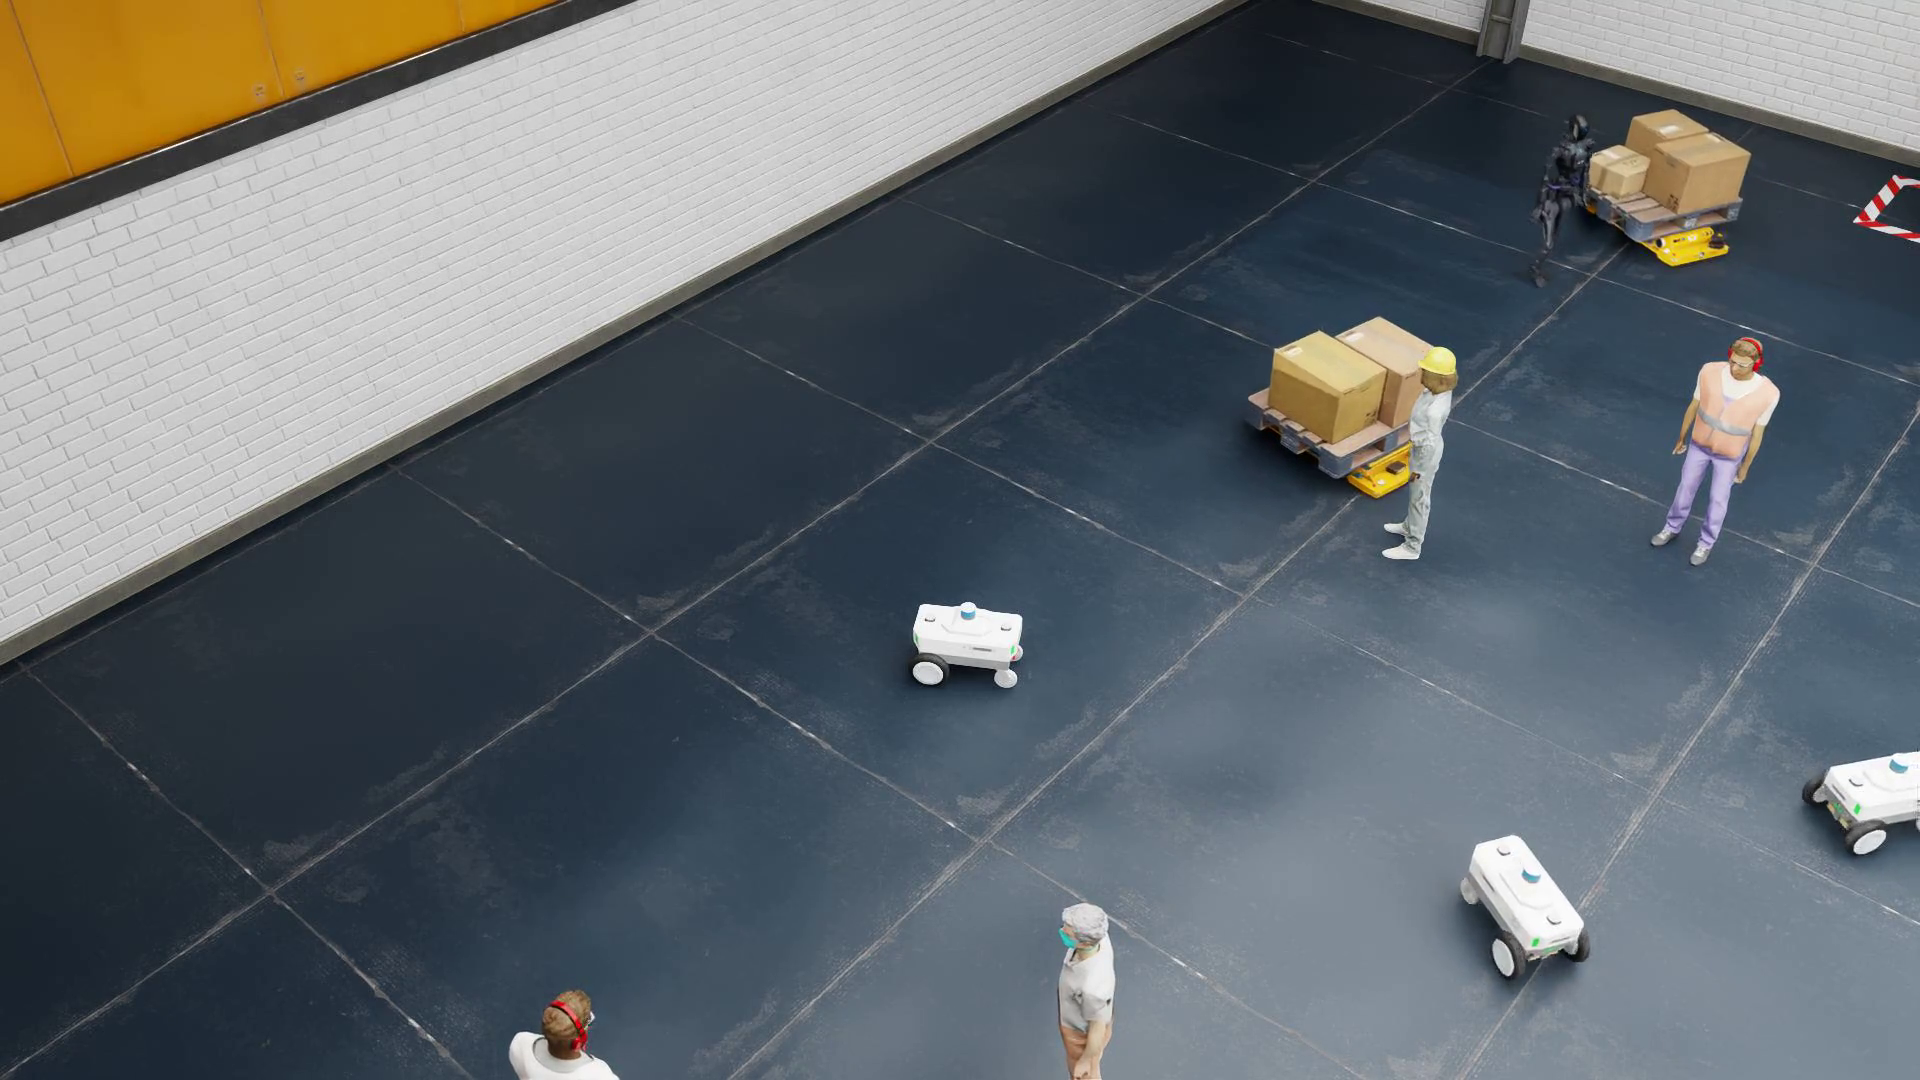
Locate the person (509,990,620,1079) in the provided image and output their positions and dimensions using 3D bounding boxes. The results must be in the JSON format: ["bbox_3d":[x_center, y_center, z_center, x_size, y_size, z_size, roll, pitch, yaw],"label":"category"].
[{"bbox_3d":[-1.734,2.732,7.650,0.567,1.833,0.402,17,42,19],"label":"person"}]

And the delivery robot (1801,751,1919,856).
[{"bbox_3d":[5.618,1.555,10.143,0.812,0.614,0.499,-8,40,-10],"label":"delivery robot"}]

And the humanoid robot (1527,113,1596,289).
[{"bbox_3d":[5.428,-3.083,14.994,0.615,1.647,0.441,-17,42,-20],"label":"humanoid robot"}]

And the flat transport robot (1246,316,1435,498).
[{"bbox_3d":[3.041,-0.850,13.341,0.659,0.231,1.431,-25,45,-28],"label":"flat transport robot"}]

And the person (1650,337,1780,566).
[{"bbox_3d":[5.402,-0.662,11.860,0.561,1.839,0.376,32,49,33],"label":"person"}]

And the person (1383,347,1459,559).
[{"bbox_3d":[3.292,-0.624,11.885,0.295,1.744,0.484,10,40,12],"label":"person"}]

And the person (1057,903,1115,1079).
[{"bbox_3d":[0.595,2.372,8.164,0.305,1.745,0.493,-1,39,-1],"label":"person"}]

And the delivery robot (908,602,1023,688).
[{"bbox_3d":[0.031,0.679,11.225,0.794,0.606,0.499,6,39,8],"label":"delivery robot"}]

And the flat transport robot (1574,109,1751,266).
[{"bbox_3d":[6.708,-3.112,16.148,0.659,0.231,1.431,-14,41,-17],"label":"flat transport robot"}]

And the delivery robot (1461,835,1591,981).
[{"bbox_3d":[3.210,2.065,9.490,0.499,0.587,0.777,-11,40,-13],"label":"delivery robot"}]
